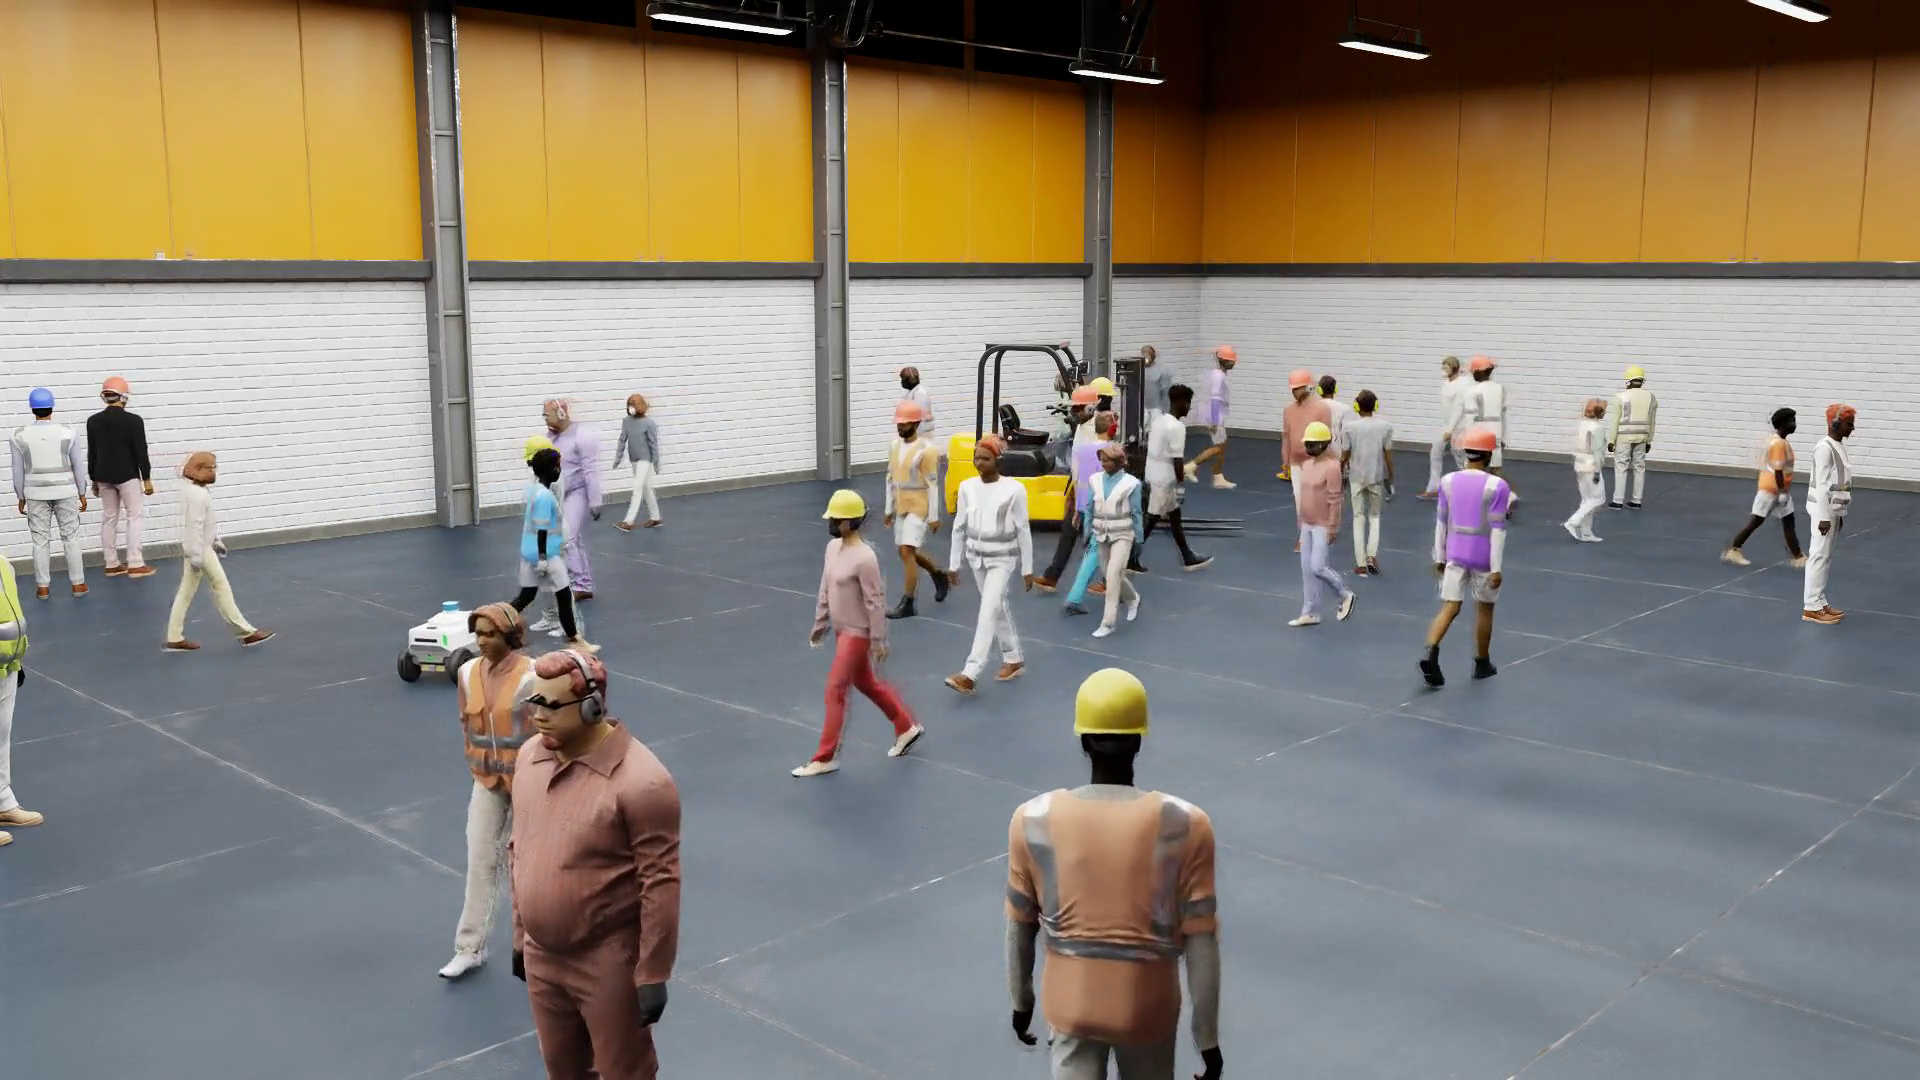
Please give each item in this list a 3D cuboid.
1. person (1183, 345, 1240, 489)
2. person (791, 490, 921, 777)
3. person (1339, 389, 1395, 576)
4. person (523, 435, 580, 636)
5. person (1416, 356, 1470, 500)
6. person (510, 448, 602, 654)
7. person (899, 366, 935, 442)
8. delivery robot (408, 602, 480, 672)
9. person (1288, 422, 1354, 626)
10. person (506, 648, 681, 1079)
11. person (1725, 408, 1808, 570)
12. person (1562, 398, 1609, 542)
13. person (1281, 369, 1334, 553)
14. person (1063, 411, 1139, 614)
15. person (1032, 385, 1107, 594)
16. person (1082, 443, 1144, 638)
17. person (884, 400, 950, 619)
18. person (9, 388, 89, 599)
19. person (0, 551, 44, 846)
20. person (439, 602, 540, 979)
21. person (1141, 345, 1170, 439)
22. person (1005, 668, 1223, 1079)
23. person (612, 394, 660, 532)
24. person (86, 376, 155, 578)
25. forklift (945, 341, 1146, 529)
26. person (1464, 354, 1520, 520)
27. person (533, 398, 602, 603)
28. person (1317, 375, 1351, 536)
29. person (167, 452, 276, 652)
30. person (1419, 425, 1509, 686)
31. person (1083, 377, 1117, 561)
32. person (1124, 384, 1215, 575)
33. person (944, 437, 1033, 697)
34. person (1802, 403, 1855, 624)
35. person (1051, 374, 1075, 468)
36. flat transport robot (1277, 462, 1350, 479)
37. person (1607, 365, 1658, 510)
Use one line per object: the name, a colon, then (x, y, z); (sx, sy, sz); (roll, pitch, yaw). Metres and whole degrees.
person: (3.473, -1.684, 22.846); (0.702, 2.009, 0.650); (2, 10, 14)
person: (-0.610, 0.537, 10.088); (0.886, 1.729, 0.518); (-5, 10, -27)
person: (4.020, -0.566, 16.488); (0.555, 1.847, 0.479); (1, 9, 5)
person: (-3.398, -0.023, 13.619); (0.561, 1.699, 0.543); (-1, 9, -9)
person: (6.299, -1.419, 21.562); (0.833, 1.905, 0.628); (-2, 9, -11)
person: (-3.309, 0.104, 12.975); (0.869, 1.655, 0.533); (-4, 10, -21)
person: (-0.545, -1.270, 20.900); (0.433, 1.824, 0.649); (-1, 9, -8)
delivery robot: (-3.785, 0.702, 12.376); (0.477, 0.478, 0.707); (2, 10, 13)
person: (3.051, -0.129, 14.065); (0.462, 1.754, 0.540); (-4, 10, -22)
person: (-1.157, 1.263, 5.100); (0.652, 1.904, 0.402); (6, 11, 33)
person: (8.228, -0.512, 16.784); (0.894, 1.652, 0.537); (6, 11, 33)
person: (6.941, -0.764, 18.389); (0.393, 1.622, 0.520); (0, 9, -2)
person: (3.687, -0.834, 17.739); (0.442, 1.972, 0.628); (-9, 13, -43)
person: (1.254, -0.250, 14.752); (0.983, 1.789, 0.579); (-6, 11, -32)
person: (1.070, -0.443, 15.387); (0.962, 1.950, 0.652); (-3, 10, -17)
person: (1.333, -0.030, 13.939); (0.507, 1.603, 0.804); (7, 12, 38)
person: (-0.350, -0.288, 14.594); (0.778, 1.914, 0.546); (-8, 12, -40)
person: (-8.365, -0.425, 15.308); (0.605, 1.951, 0.380); (-4, 10, -25)
person: (-5.187, 0.685, 8.835); (0.429, 1.844, 0.622); (0, 9, 0)
person: (-1.973, 1.056, 7.312); (0.525, 1.589, 0.861); (3, 10, 16)
person: (2.816, -1.932, 24.627); (0.654, 1.920, 0.416); (6, 11, 34)
person: (0.446, 1.309, 4.797); (0.634, 1.901, 0.822); (2, 9, 12)
person: (-3.763, -0.883, 19.225); (0.506, 1.591, 0.856); (7, 12, 39)
person: (-8.279, -0.622, 16.419); (0.635, 1.982, 0.430); (2, 9, 12)
forklift: (0.977, -1.223, 19.452); (2.313, 2.155, 1.214); (2, 9, 11)
person: (6.380, -1.218, 19.968); (0.625, 2.024, 0.780); (-3, 10, -20)
person: (-3.595, -0.346, 15.041); (0.656, 1.877, 0.658); (7, 12, 38)
person: (4.144, -0.937, 18.779); (0.609, 1.845, 0.573); (2, 10, 14)
person: (-5.935, 0.090, 13.216); (0.835, 1.588, 0.517); (-5, 11, -28)
person: (3.685, 0.120, 12.109); (0.550, 1.913, 0.866); (9, 13, 43)
person: (1.427, -0.709, 17.121); (0.366, 1.927, 0.585); (2, 9, 10)
person: (2.046, -0.595, 16.525); (1.002, 1.891, 0.679); (-2, 9, -12)
person: (0.181, 0.180, 11.954); (0.600, 1.826, 1.006); (7, 12, 37)
person: (7.488, -0.231, 14.320); (0.356, 1.886, 0.574); (7, 11, 36)
person: (1.407, -1.456, 22.652); (0.353, 1.619, 0.496); (8, 12, 41)
flat transport robot: (5.305, -1.003, 23.987); (1.431, 0.197, 0.652); (-7, 11, -35)
person: (8.452, -1.280, 20.952); (0.596, 1.826, 0.403); (-1, 9, -8)
